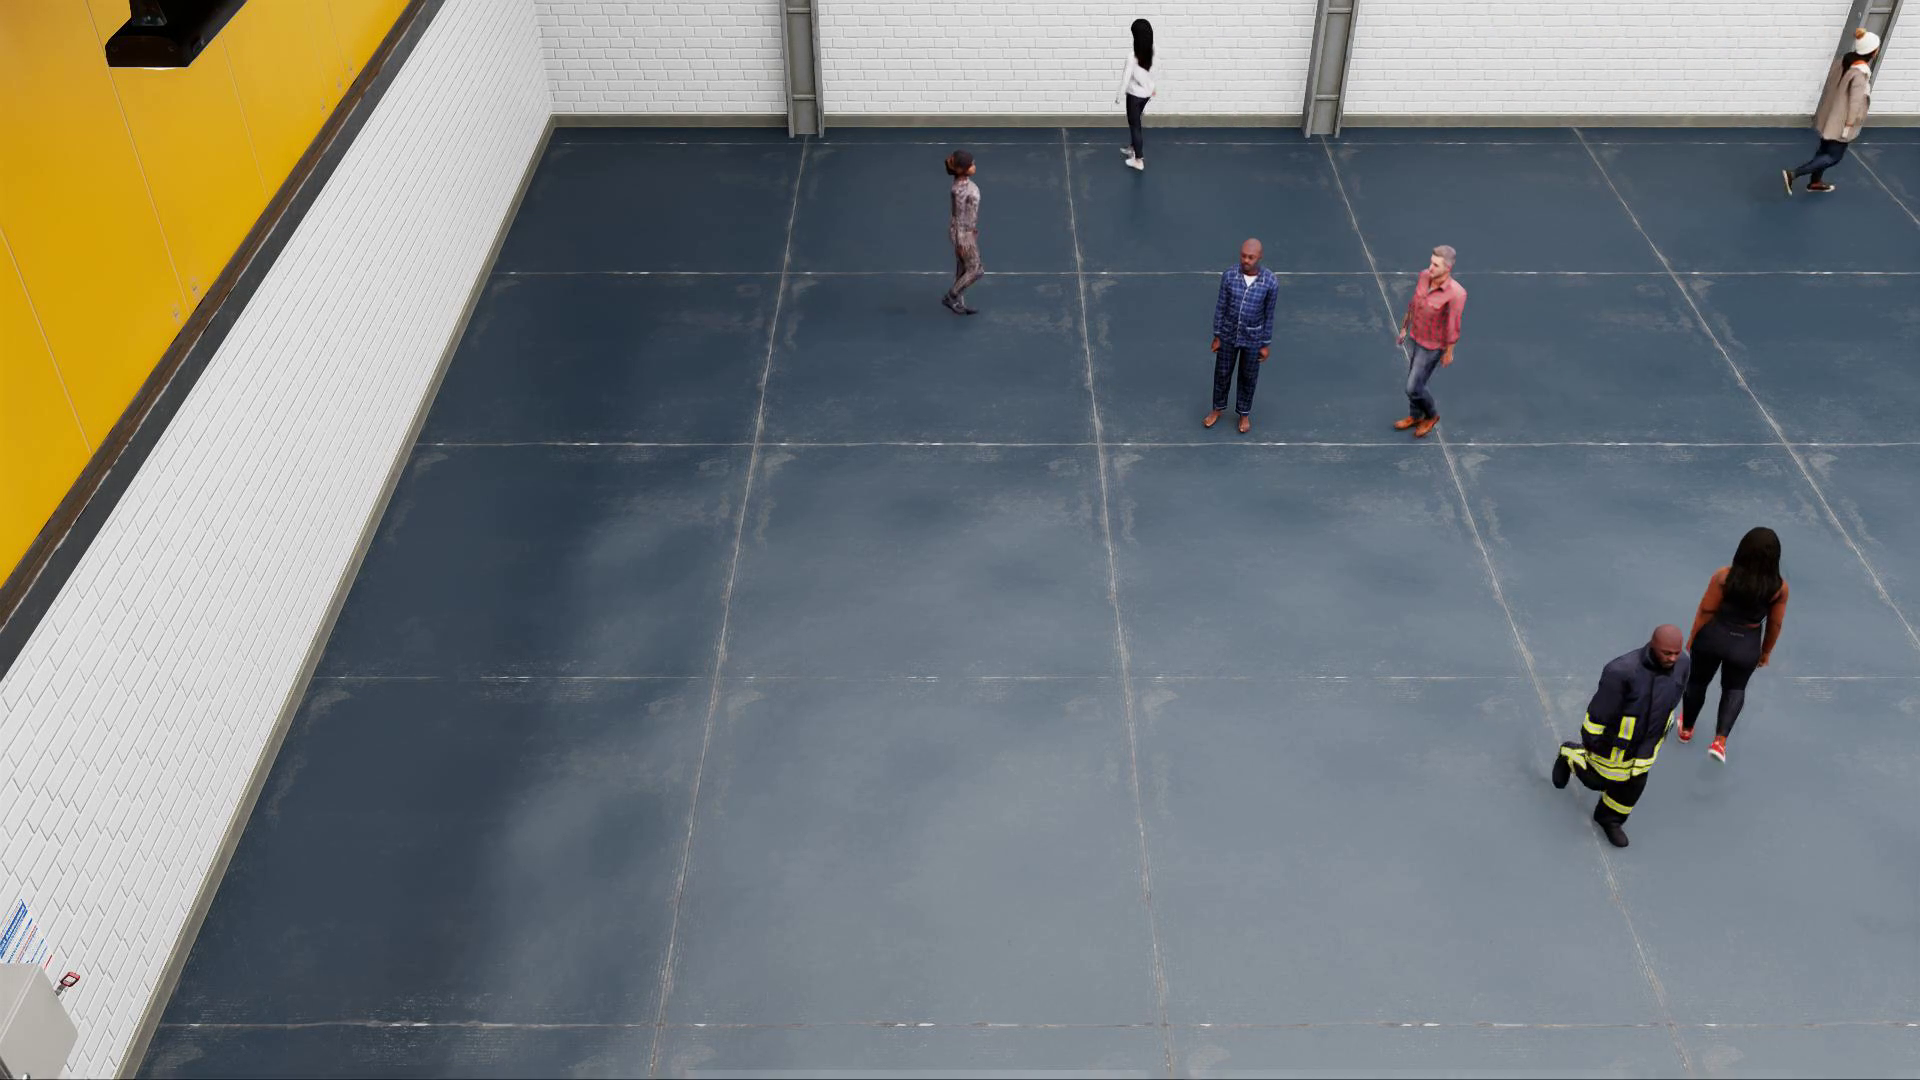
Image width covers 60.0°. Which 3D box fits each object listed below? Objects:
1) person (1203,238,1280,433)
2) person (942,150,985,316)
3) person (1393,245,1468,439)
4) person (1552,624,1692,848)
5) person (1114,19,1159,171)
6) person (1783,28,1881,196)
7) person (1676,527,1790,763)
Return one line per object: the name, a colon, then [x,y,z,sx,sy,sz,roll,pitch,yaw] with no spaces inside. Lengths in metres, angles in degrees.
person: [2.410,-1.766,14.221,0.625,1.818,0.784,10,40,13]
person: [-0.055,-2.887,15.714,0.629,1.706,0.577,3,39,4]
person: [4.055,-1.714,14.155,0.798,1.819,0.799,-13,41,-16]
person: [4.227,1.136,10.600,0.971,1.802,0.921,-6,39,-7]
person: [2.008,-4.847,18.181,0.810,1.692,0.872,-29,47,-31]
person: [9.209,-4.493,17.592,0.936,1.872,0.693,-1,39,-2]
person: [5.111,0.747,11.096,0.915,1.791,0.894,14,41,16]
